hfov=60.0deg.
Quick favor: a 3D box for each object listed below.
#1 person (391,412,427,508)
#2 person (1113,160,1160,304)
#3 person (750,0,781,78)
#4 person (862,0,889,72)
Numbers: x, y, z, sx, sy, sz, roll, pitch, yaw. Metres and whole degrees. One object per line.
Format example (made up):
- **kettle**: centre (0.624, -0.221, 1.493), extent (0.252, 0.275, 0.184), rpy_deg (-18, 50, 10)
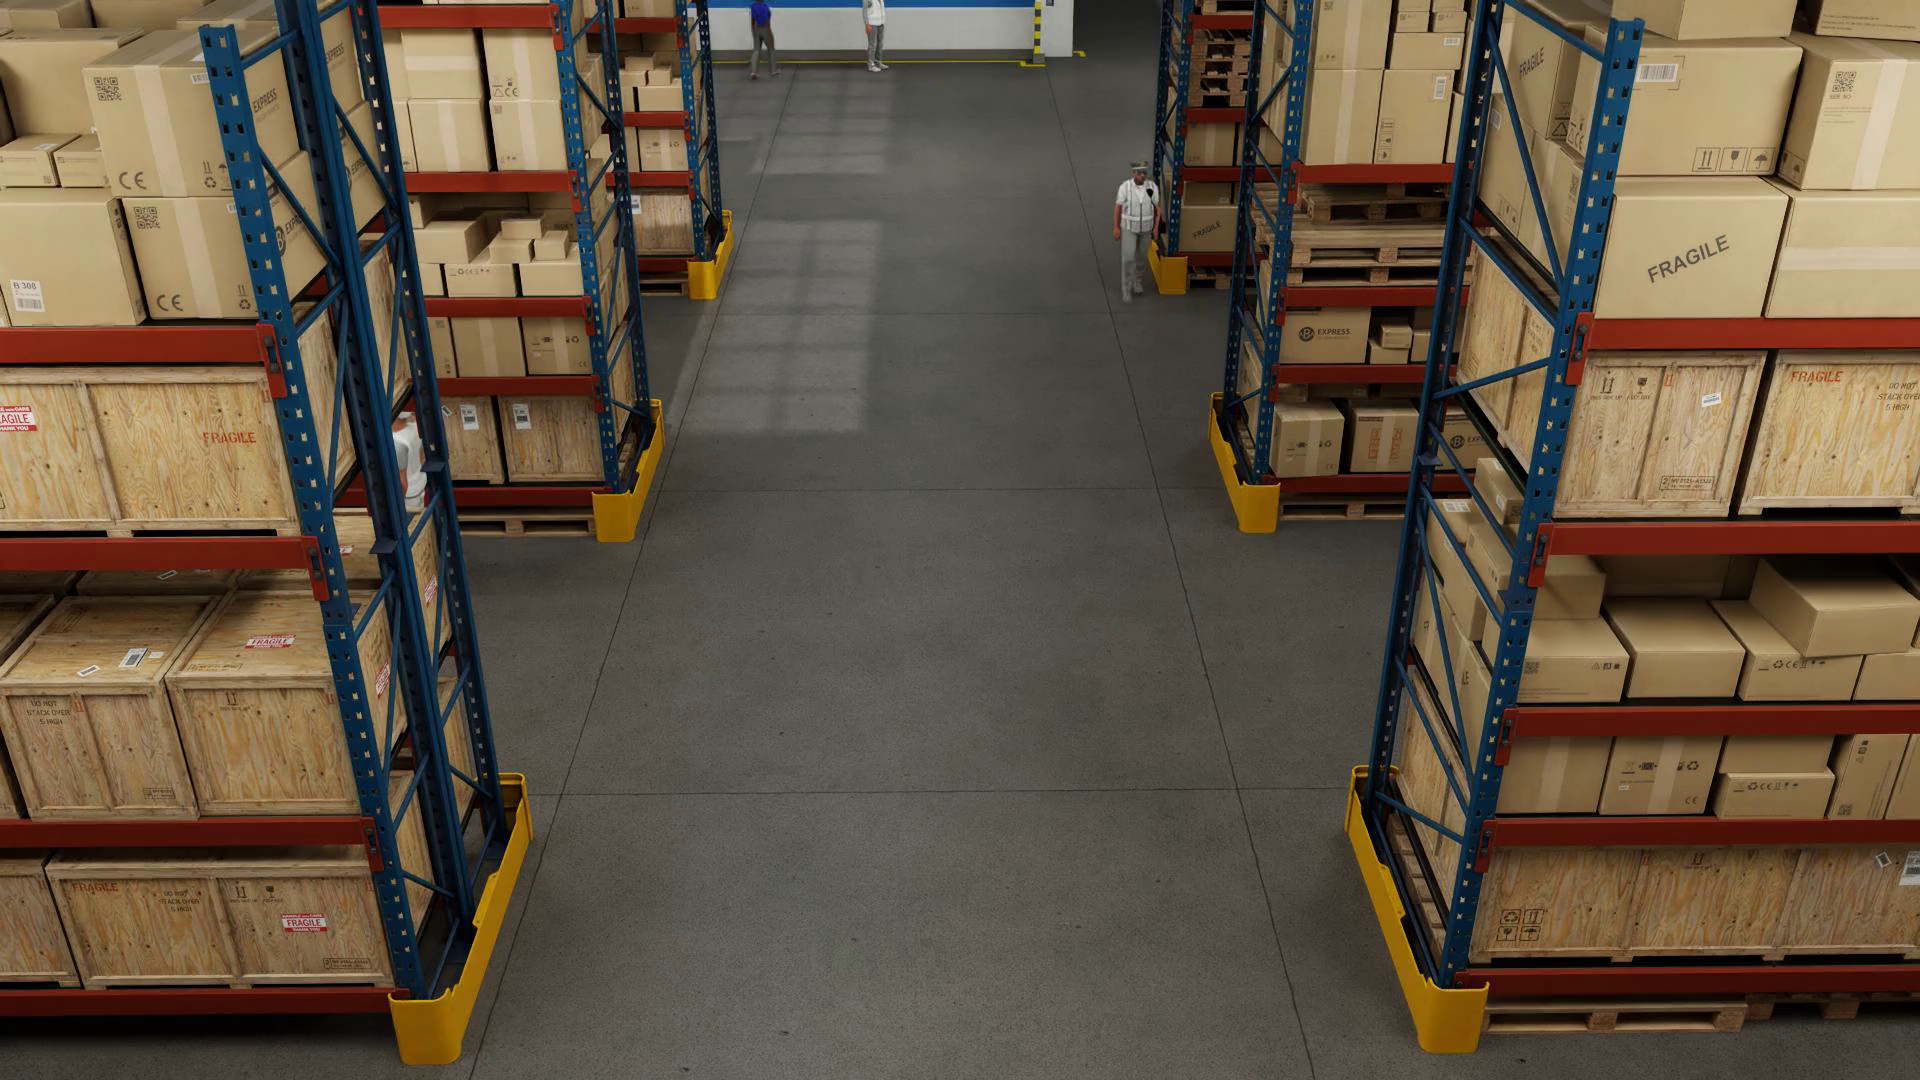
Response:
- **person**: centre (-4.908, -0.427, 14.662), extent (0.406, 1.796, 0.552), rpy_deg (1, 28, 3)
- **person**: centre (2.285, -3.967, 21.259), extent (0.569, 1.759, 0.705), rpy_deg (-5, 29, -8)
- **person**: centre (-3.841, -9.874, 32.409), extent (0.450, 1.655, 0.774), rpy_deg (13, 31, 22)
- **person**: centre (-1.667, -10.197, 32.867), extent (0.385, 1.774, 0.532), rpy_deg (15, 32, 26)
